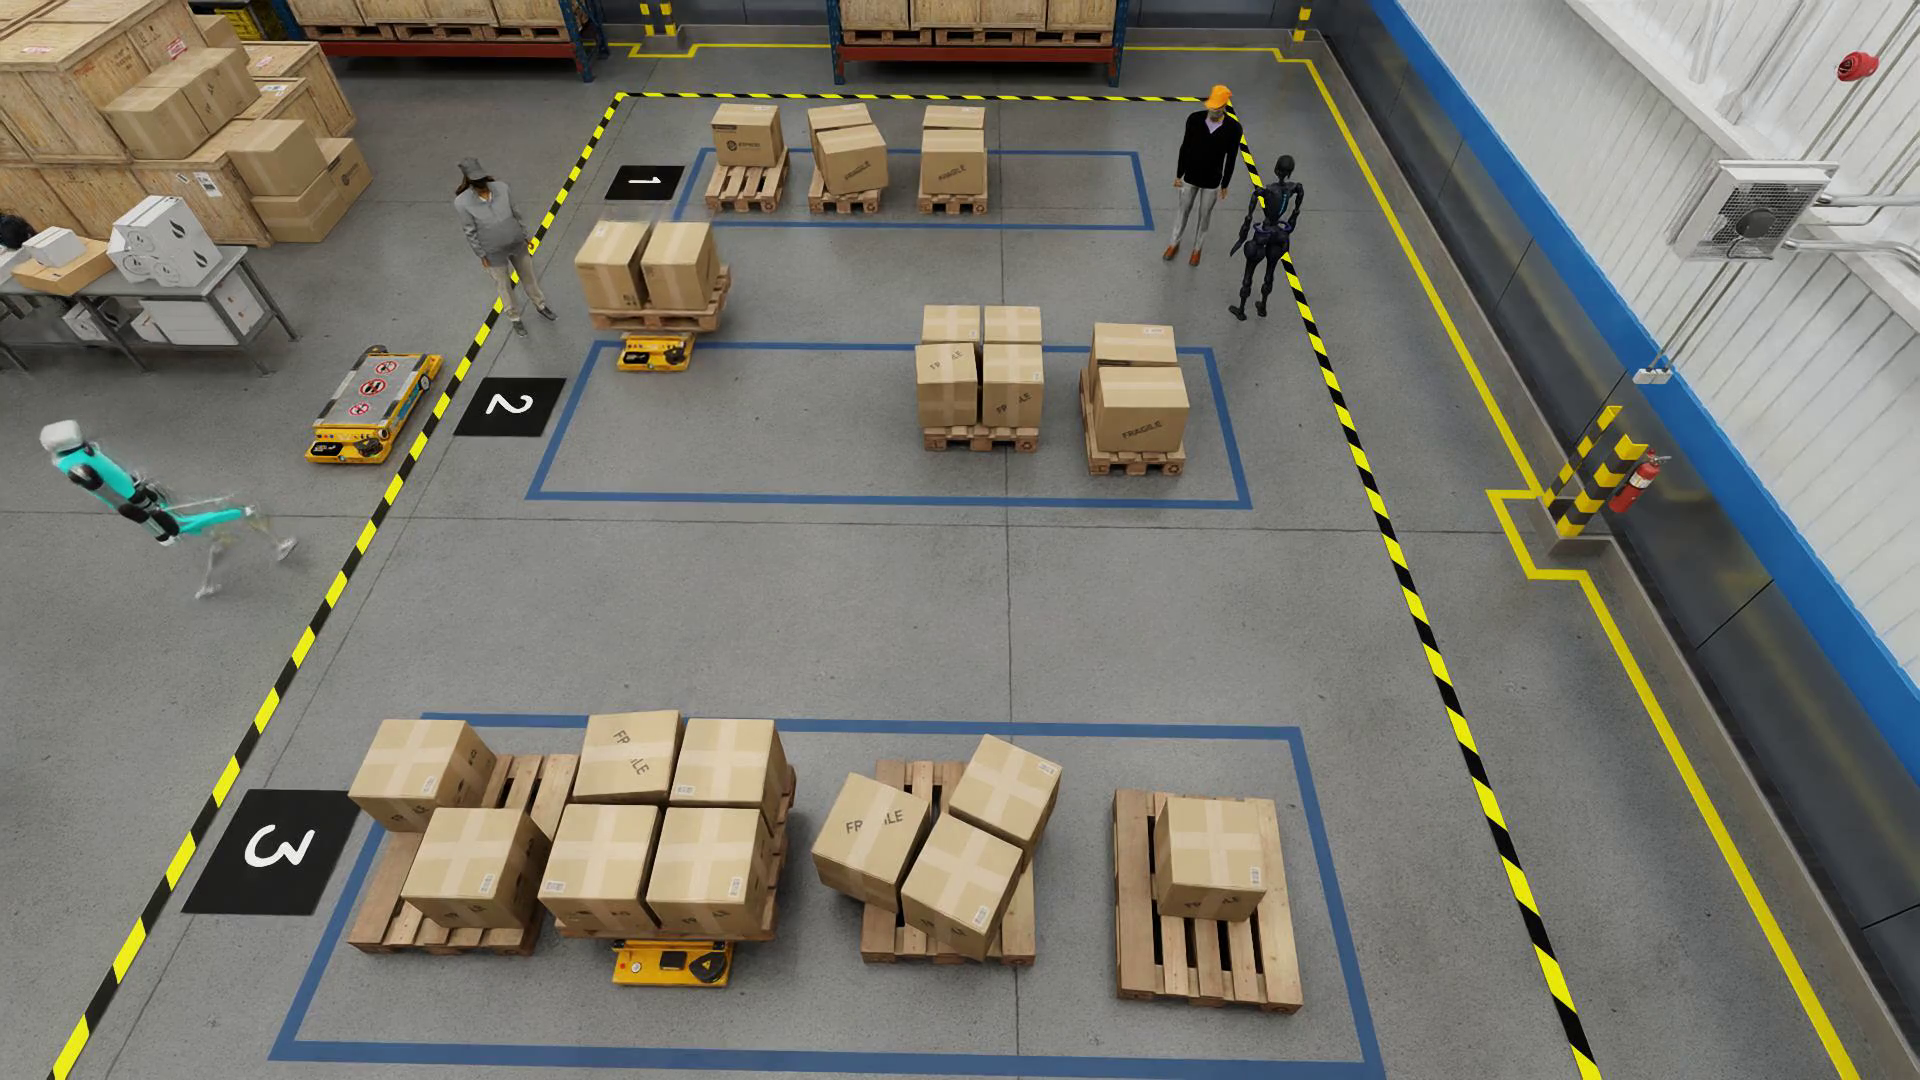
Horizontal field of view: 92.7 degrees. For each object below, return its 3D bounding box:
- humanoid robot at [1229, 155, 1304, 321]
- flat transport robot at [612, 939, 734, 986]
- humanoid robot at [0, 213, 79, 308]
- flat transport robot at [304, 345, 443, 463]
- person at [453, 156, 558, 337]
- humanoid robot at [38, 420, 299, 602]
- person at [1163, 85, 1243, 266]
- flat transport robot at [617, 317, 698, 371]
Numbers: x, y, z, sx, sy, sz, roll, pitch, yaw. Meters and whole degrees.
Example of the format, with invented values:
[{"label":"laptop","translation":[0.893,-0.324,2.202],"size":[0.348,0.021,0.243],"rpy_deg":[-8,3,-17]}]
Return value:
[{"label":"humanoid robot","translation":[2.965,-2.917,8.903],"size":[0.599,1.657,0.315],"rpy_deg":[-8,50,-7]},{"label":"flat transport robot","translation":[-1.659,1.971,5.681],"size":[0.652,0.197,1.431],"rpy_deg":[1,50,1]},{"label":"humanoid robot","translation":[-8.573,-2.562,8.605],"size":[0.584,1.640,0.414],"rpy_deg":[0,50,0]},{"label":"flat transport robot","translation":[-5.383,-1.269,8.441],"size":[0.659,0.231,1.431],"rpy_deg":[1,50,1]},{"label":"person","translation":[-4.374,-2.814,8.763],"size":[0.396,1.770,0.563],"rpy_deg":[35,58,26]},{"label":"humanoid robot","translation":[-5.596,-0.298,6.701],"size":[1.037,1.774,0.534],"rpy_deg":[-34,58,-26]},{"label":"person","translation":[2.508,-3.741,9.477],"size":[0.586,1.881,0.387],"rpy_deg":[21,53,17]},{"label":"flat transport robot","translation":[-2.959,-2.237,9.241],"size":[0.652,0.197,1.431],"rpy_deg":[1,50,1]}]
